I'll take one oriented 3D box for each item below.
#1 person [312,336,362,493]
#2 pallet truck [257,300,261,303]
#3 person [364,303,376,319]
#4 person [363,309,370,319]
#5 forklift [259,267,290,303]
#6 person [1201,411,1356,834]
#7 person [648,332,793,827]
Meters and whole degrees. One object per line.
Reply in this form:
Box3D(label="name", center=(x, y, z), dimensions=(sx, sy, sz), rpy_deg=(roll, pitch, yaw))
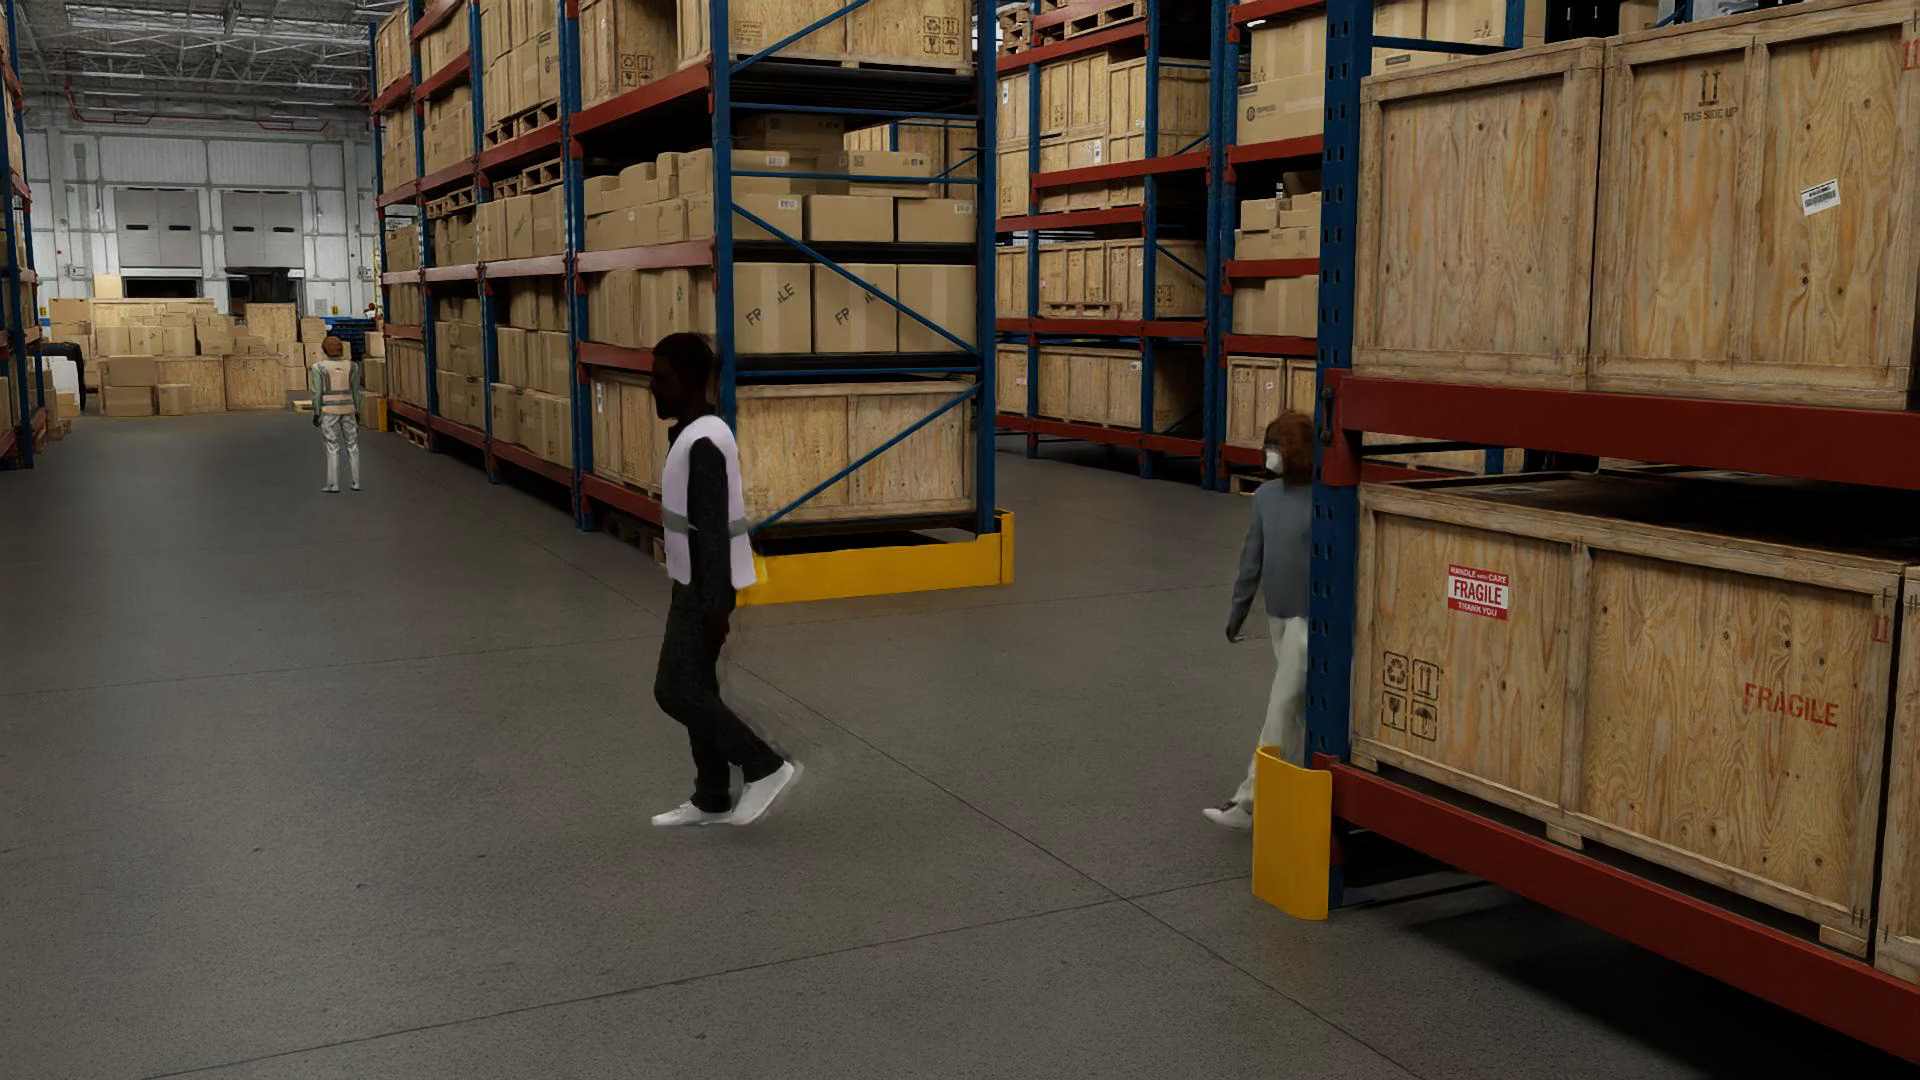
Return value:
Box3D(label="person", center=(-6.510, -1.310, 17.387), dimensions=(0.311, 1.636, 0.523), rpy_deg=(8, 12, 44))
Box3D(label="pallet truck", center=(-23.913, -7.404, 58.171), dimensions=(1.885, 1.965, 0.823), rpy_deg=(-1, 8, -9))
Box3D(label="person", center=(-20.616, -7.382, 58.420), dimensions=(0.574, 1.883, 0.355), rpy_deg=(0, 8, -3))
Box3D(label="person", center=(-22.756, -8.043, 63.817), dimensions=(0.307, 1.638, 0.511), rpy_deg=(-1, 8, -9))
Box3D(label="forklift", center=(-17.328, -5.529, 42.212), dimensions=(1.129, 2.768, 1.873), rpy_deg=(6, 10, 38))
Box3D(label="person", center=(1.194, 0.316, 6.315), dimensions=(0.825, 1.596, 0.522), rpy_deg=(-4, 9, -26))
Box3D(label="person", center=(-0.966, 0.171, 6.282), dimensions=(0.458, 1.904, 0.590), rpy_deg=(-2, 8, -11))
